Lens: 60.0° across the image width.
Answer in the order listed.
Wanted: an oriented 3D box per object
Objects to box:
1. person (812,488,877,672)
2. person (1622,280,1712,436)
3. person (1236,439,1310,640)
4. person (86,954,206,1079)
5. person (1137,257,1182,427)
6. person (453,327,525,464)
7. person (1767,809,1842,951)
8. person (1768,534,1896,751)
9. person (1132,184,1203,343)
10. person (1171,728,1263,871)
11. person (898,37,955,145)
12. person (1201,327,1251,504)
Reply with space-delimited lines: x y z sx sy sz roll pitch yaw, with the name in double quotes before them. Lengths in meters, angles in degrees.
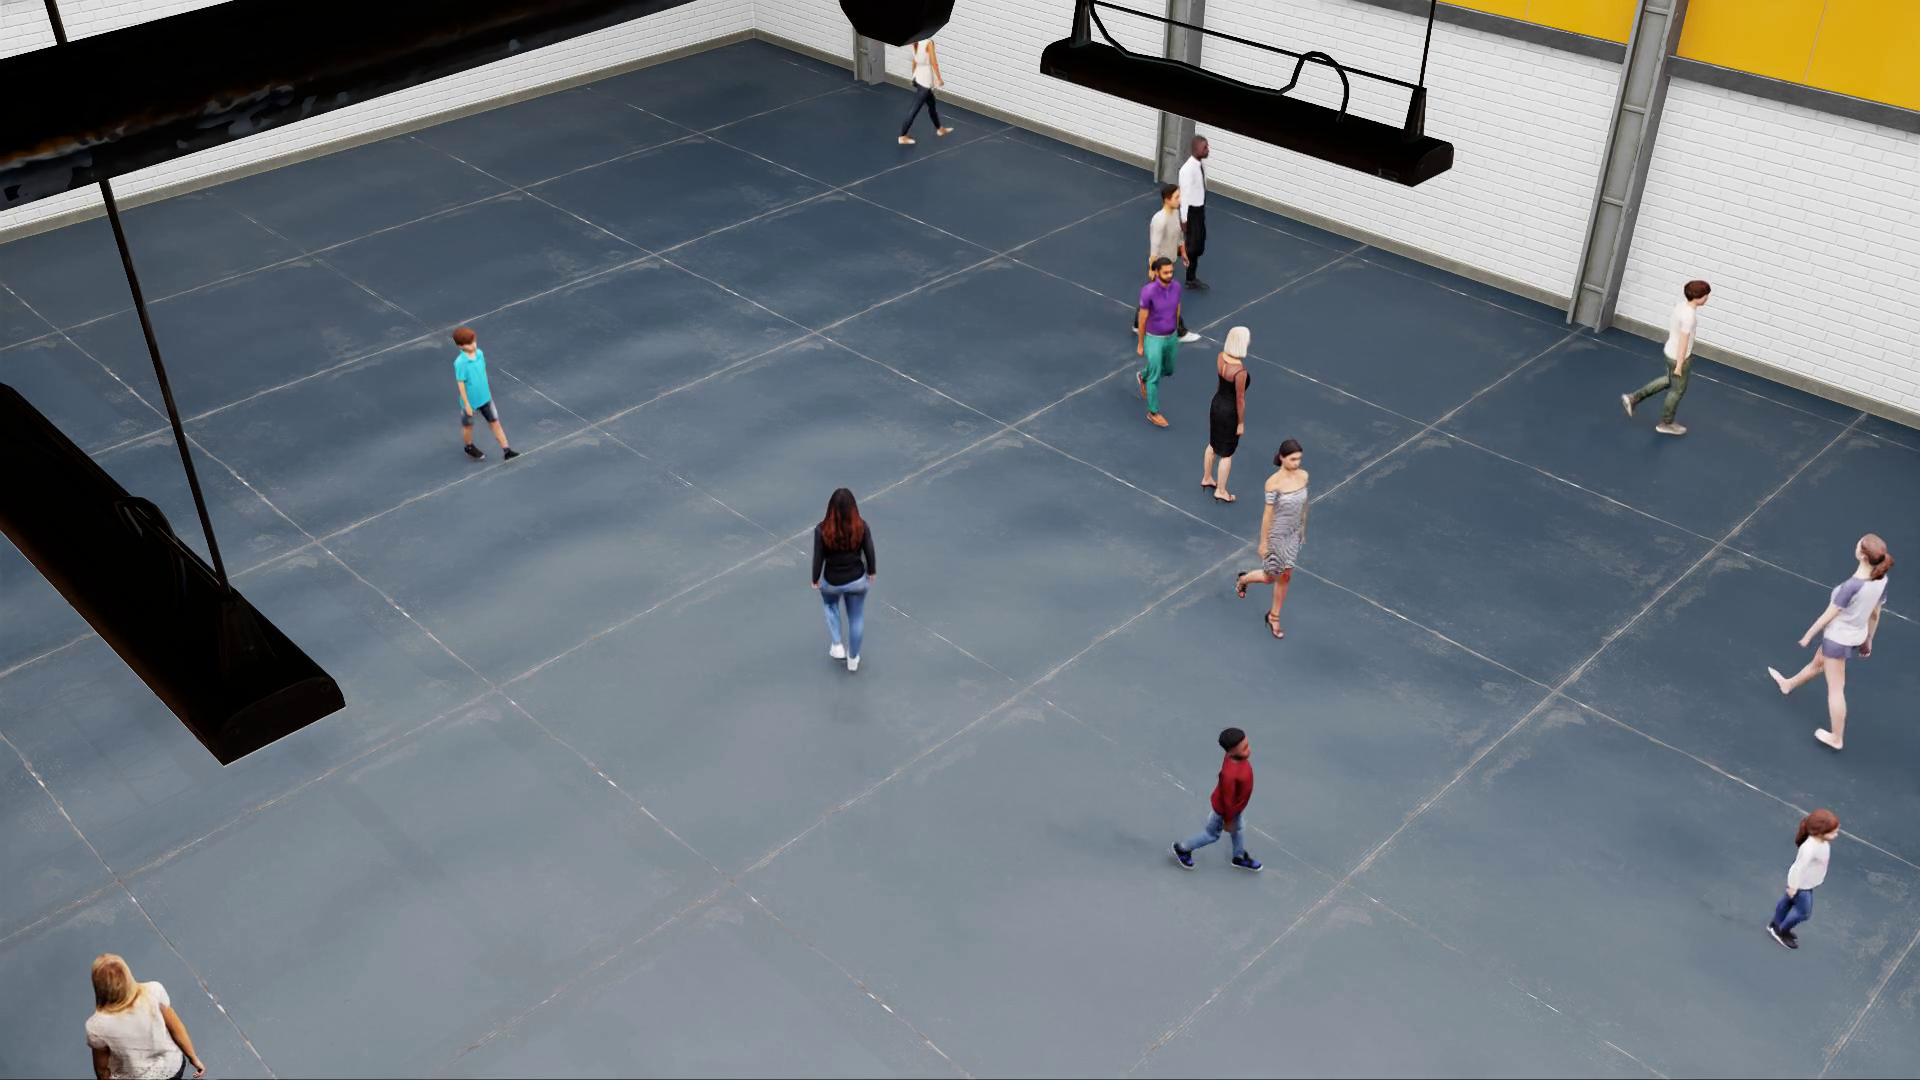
"person" -0.903 0.350 13.070 0.776 1.625 0.808 -5 34 -7
"person" 6.952 -1.804 16.299 0.991 1.639 0.858 7 34 10
"person" 2.548 -0.051 13.509 0.714 1.807 0.895 -18 38 -25
"person" -4.318 2.971 9.007 1.182 1.758 0.707 24 40 31
"person" 1.927 -2.027 16.531 0.795 1.754 1.016 -17 37 -23
"person" -4.674 -1.379 15.862 0.969 1.415 0.653 21 39 28
"person" 5.439 2.161 10.815 0.477 1.106 0.455 29 43 36
"person" 6.598 0.792 12.316 0.887 1.725 1.177 -12 36 -18
"person" 2.107 -3.005 17.974 1.142 1.786 0.894 14 36 20
"person" 1.751 1.766 11.282 0.920 1.247 0.733 11 35 16
"person" -0.590 -6.279 22.951 0.864 1.728 1.136 -17 37 -24
"person" 2.435 -1.152 15.225 0.712 1.742 0.584 -13 36 -19
